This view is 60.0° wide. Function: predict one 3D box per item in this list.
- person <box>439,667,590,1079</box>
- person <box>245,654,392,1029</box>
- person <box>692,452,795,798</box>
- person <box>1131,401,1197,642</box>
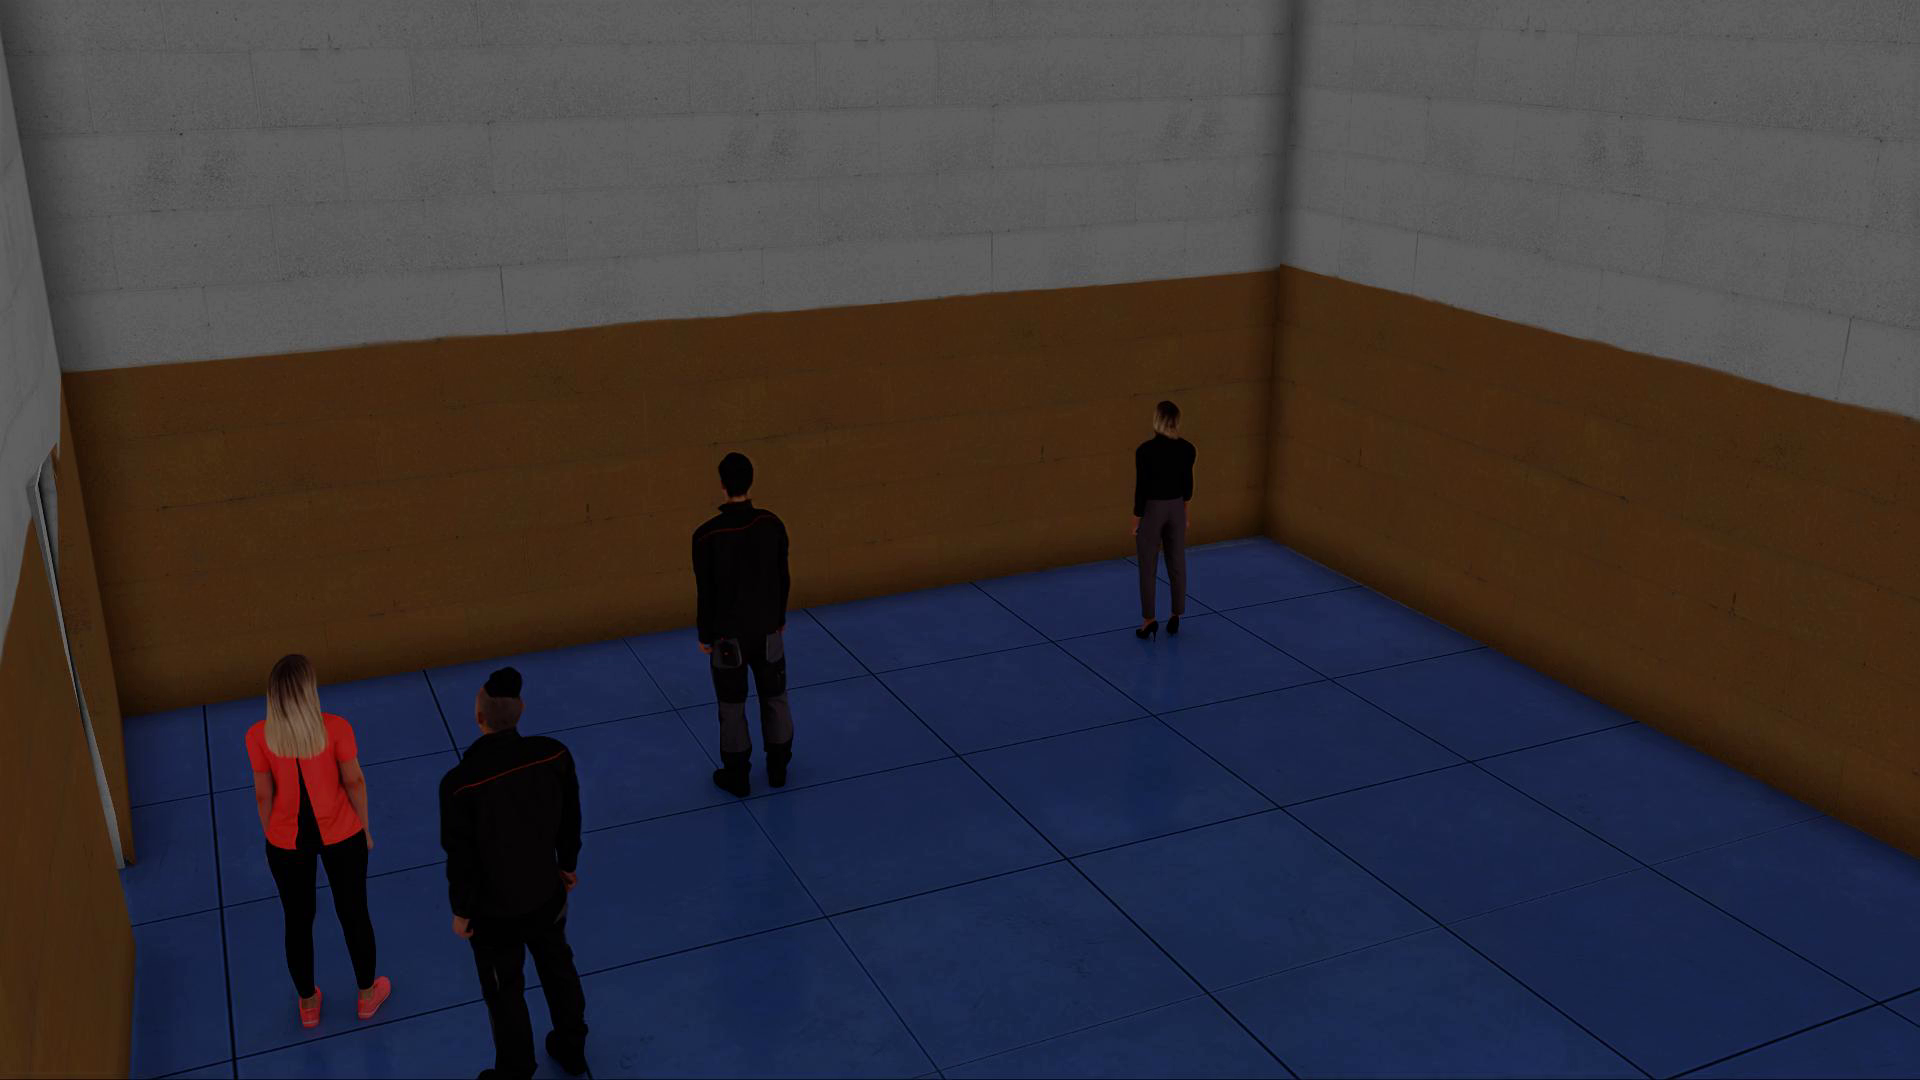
[{"bbox_3d":[-1.753,1.351,6.567,0.900,1.861,0.702,17,25,40],"label":"person"},{"bbox_3d":[-2.746,1.276,7.086,0.536,1.694,0.698,-4,19,-11],"label":"person"},{"bbox_3d":[-1.177,0.459,9.115,0.505,1.945,0.746,-9,21,-24],"label":"person"},{"bbox_3d":[1.370,-0.128,11.286,0.481,1.671,0.669,-7,20,-20],"label":"person"}]
